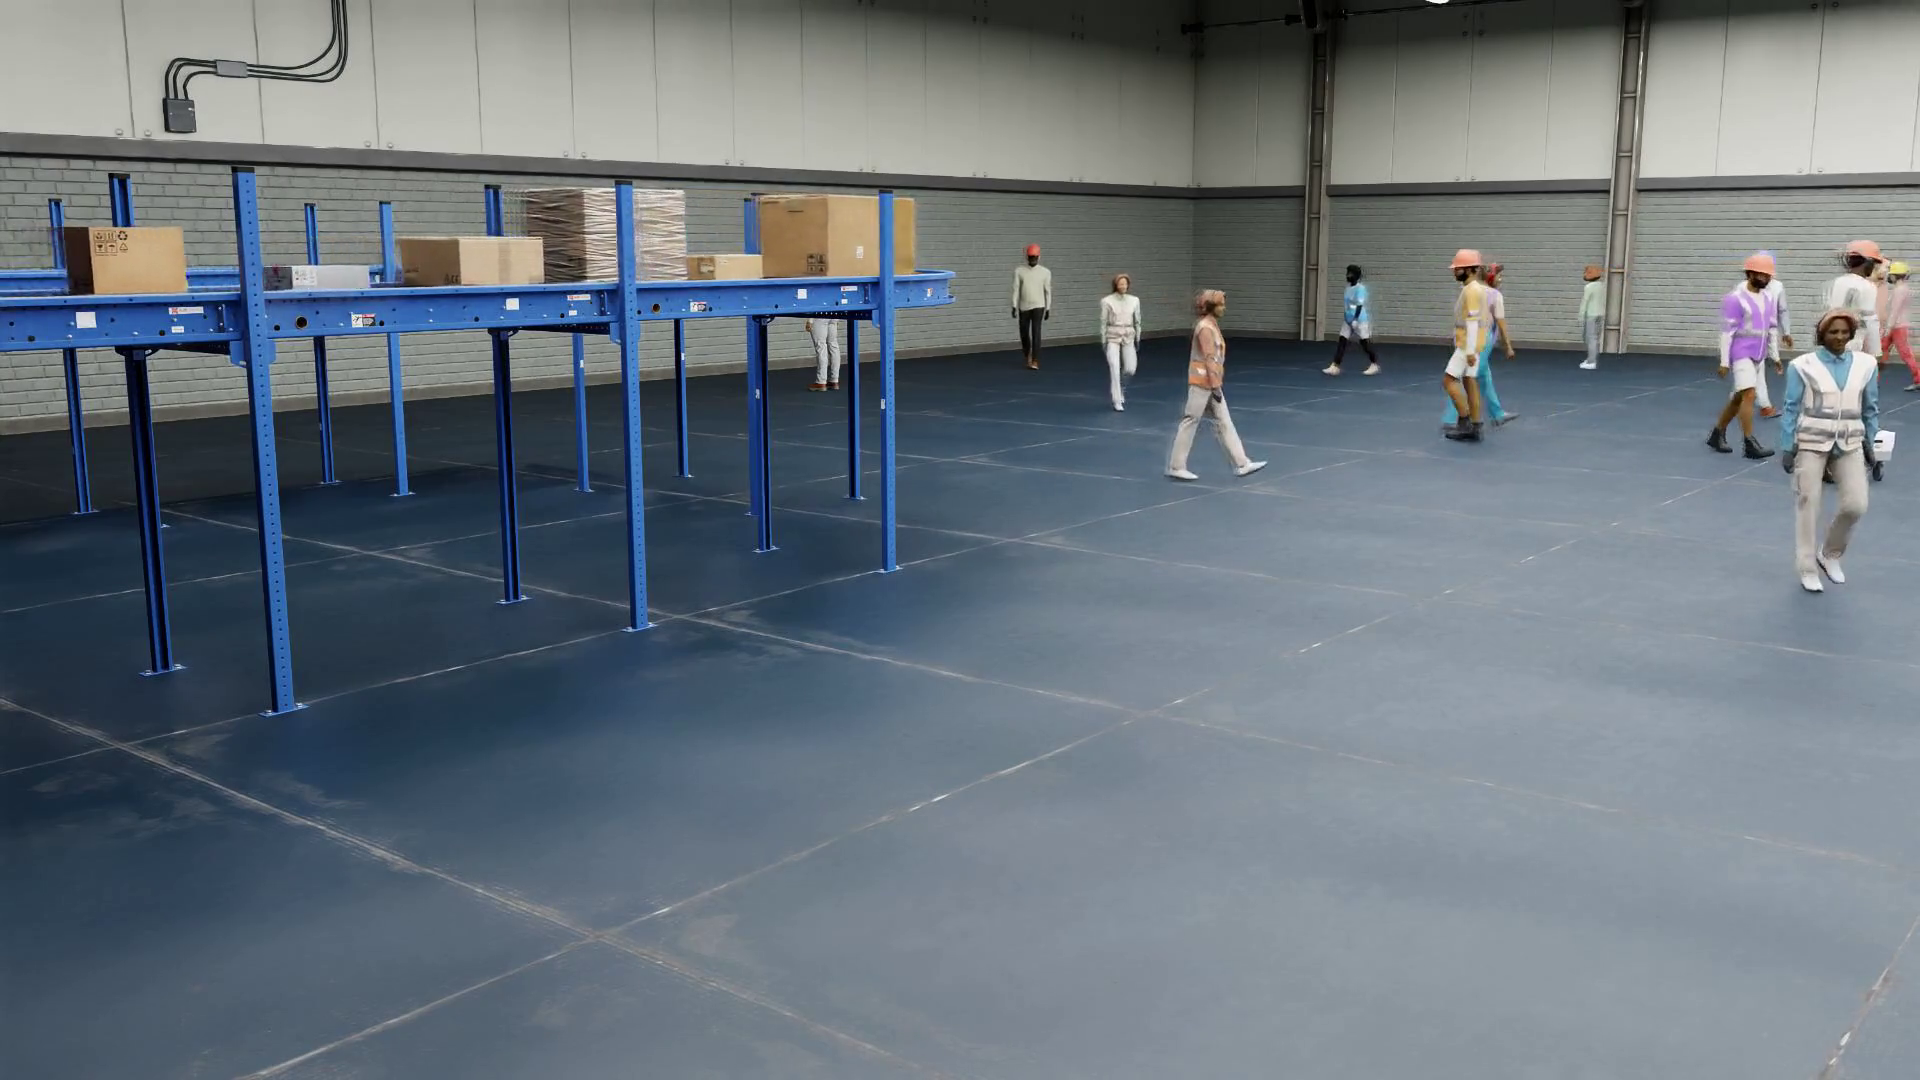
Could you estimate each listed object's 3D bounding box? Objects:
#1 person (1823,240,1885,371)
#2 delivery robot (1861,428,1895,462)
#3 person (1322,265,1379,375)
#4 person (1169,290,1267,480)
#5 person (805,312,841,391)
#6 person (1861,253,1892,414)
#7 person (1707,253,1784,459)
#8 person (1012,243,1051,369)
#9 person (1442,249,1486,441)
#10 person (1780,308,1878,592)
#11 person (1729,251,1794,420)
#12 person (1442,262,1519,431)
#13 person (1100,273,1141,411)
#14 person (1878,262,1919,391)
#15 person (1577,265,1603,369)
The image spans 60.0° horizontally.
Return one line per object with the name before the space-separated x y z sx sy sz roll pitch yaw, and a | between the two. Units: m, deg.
person | 8.417 -1.800 15.647 0.651 2.011 0.630 1 10 5
delivery robot | 7.551 -0.827 14.158 0.707 0.478 0.477 -1 10 -4
person | 5.906 -3.287 24.888 0.877 1.652 0.556 -3 11 -15
person | 2.152 -1.285 13.932 0.849 1.590 0.547 3 11 17
person | -1.842 -2.989 22.442 0.372 1.940 0.630 8 13 38
person | 10.534 -2.436 19.576 0.724 1.868 0.740 -4 11 -23
person | 7.429 -1.745 15.697 0.545 1.926 0.750 -5 12 -28
person | 1.146 -3.728 26.457 0.621 1.970 0.806 1 10 8
person | 5.087 -1.961 16.788 0.489 1.917 0.564 4 11 22
person | 4.986 -0.512 9.561 0.548 1.625 0.371 1 10 6
person | 9.154 -2.351 19.043 0.616 1.901 0.992 -3 11 -16
person | 5.574 -2.045 17.645 1.025 1.775 0.570 -3 11 -16
person | 1.900 -2.369 19.873 0.521 1.626 0.467 -3 11 -14
person | 12.604 -2.869 22.383 0.898 1.722 0.536 4 11 23
person | 9.915 -3.526 26.279 0.532 1.615 0.452 -10 14 -44
